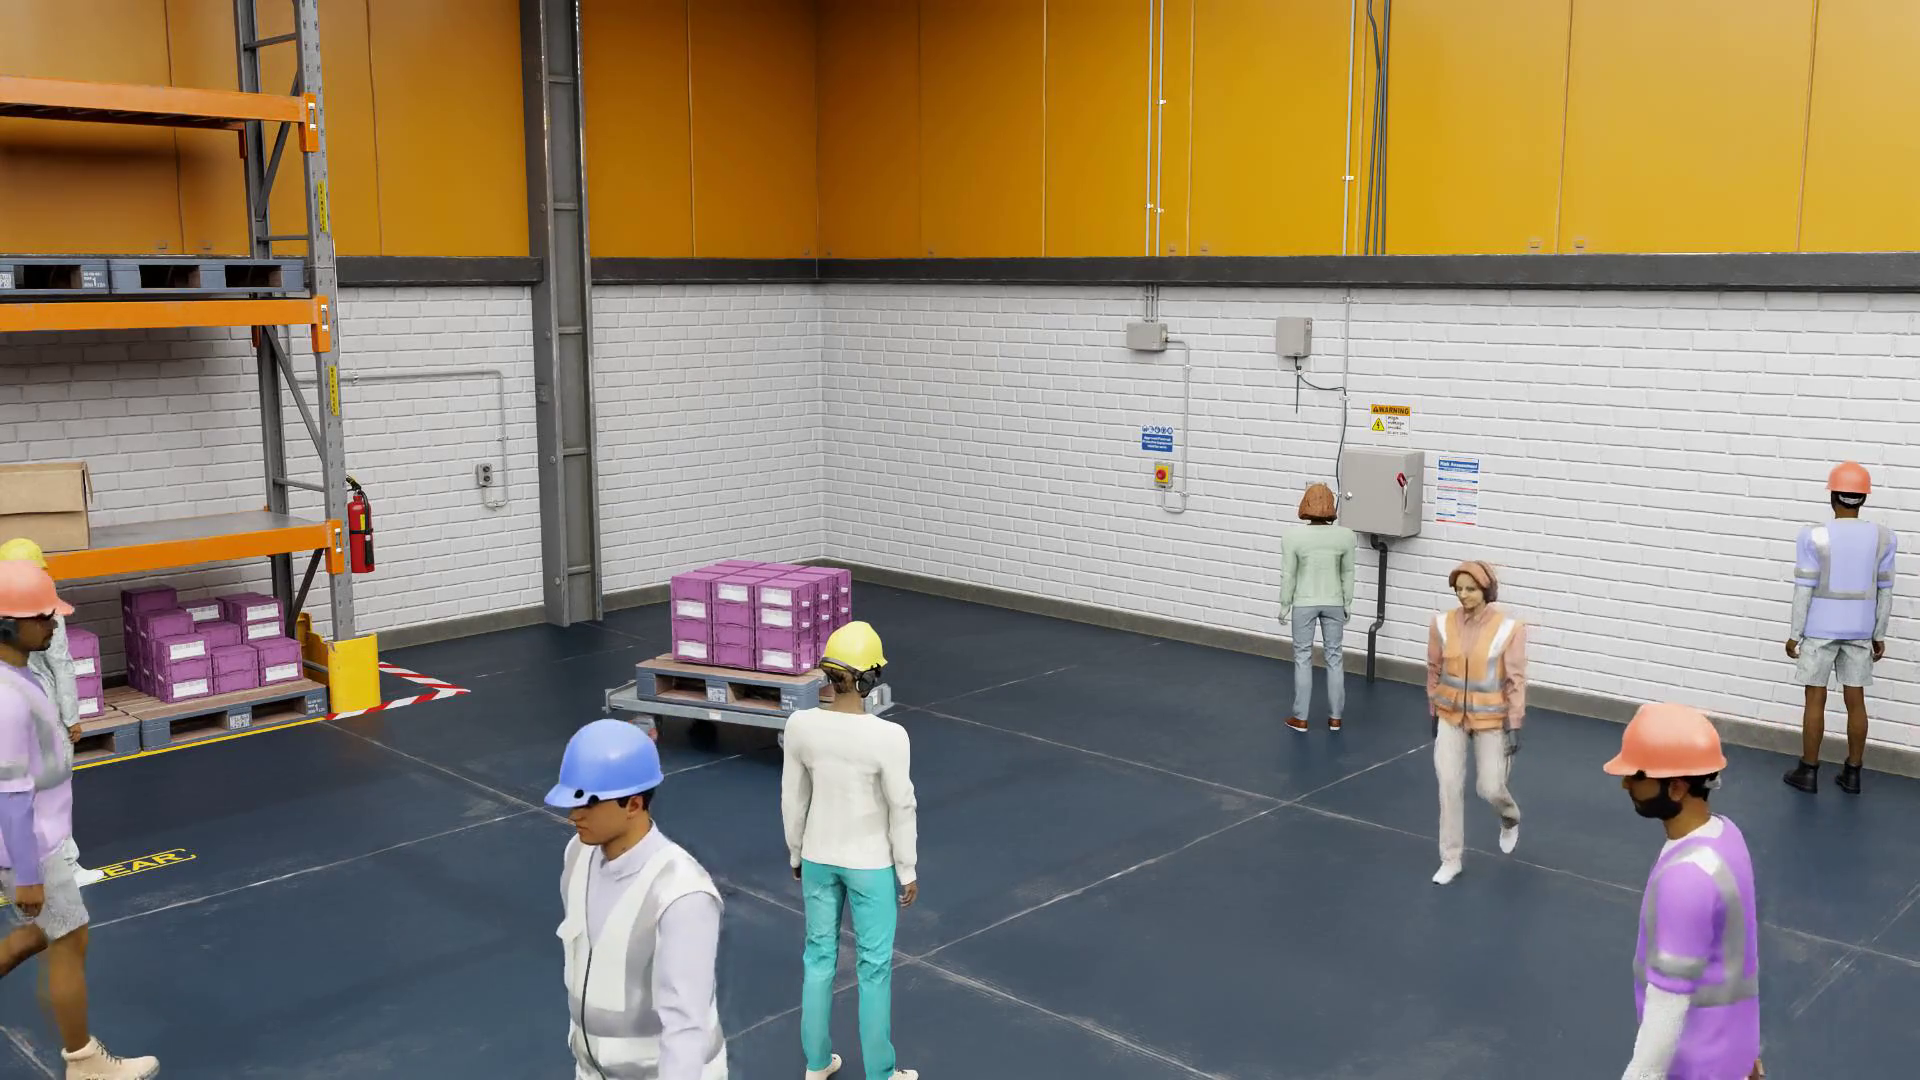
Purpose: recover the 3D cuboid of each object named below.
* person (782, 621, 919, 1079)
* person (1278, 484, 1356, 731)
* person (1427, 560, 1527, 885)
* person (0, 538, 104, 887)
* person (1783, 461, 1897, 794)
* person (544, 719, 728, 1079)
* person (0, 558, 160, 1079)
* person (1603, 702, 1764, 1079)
[{"bbox_3d":[-0.391,1.170,6.095,0.534,1.767,0.317,4,10,25],"label":"person"},{"bbox_3d":[2.339,0.446,10.930,0.500,1.634,0.286,0,9,-2],"label":"person"},{"bbox_3d":[2.585,0.883,8.284,0.520,1.619,0.557,7,12,38],"label":"person"},{"bbox_3d":[-4.506,0.855,8.094,0.486,1.745,0.295,1,9,7],"label":"person"},{"bbox_3d":[5.069,0.509,9.620,0.552,1.937,0.356,1,9,6],"label":"person"},{"bbox_3d":[-0.913,1.403,4.211,0.644,1.905,0.937,9,13,43],"label":"person"},{"bbox_3d":[-3.398,1.065,5.939,0.777,2.026,0.621,-6,11,-33],"label":"person"},{"bbox_3d":[2.059,1.376,4.510,0.978,1.886,0.543,5,10,26],"label":"person"}]
